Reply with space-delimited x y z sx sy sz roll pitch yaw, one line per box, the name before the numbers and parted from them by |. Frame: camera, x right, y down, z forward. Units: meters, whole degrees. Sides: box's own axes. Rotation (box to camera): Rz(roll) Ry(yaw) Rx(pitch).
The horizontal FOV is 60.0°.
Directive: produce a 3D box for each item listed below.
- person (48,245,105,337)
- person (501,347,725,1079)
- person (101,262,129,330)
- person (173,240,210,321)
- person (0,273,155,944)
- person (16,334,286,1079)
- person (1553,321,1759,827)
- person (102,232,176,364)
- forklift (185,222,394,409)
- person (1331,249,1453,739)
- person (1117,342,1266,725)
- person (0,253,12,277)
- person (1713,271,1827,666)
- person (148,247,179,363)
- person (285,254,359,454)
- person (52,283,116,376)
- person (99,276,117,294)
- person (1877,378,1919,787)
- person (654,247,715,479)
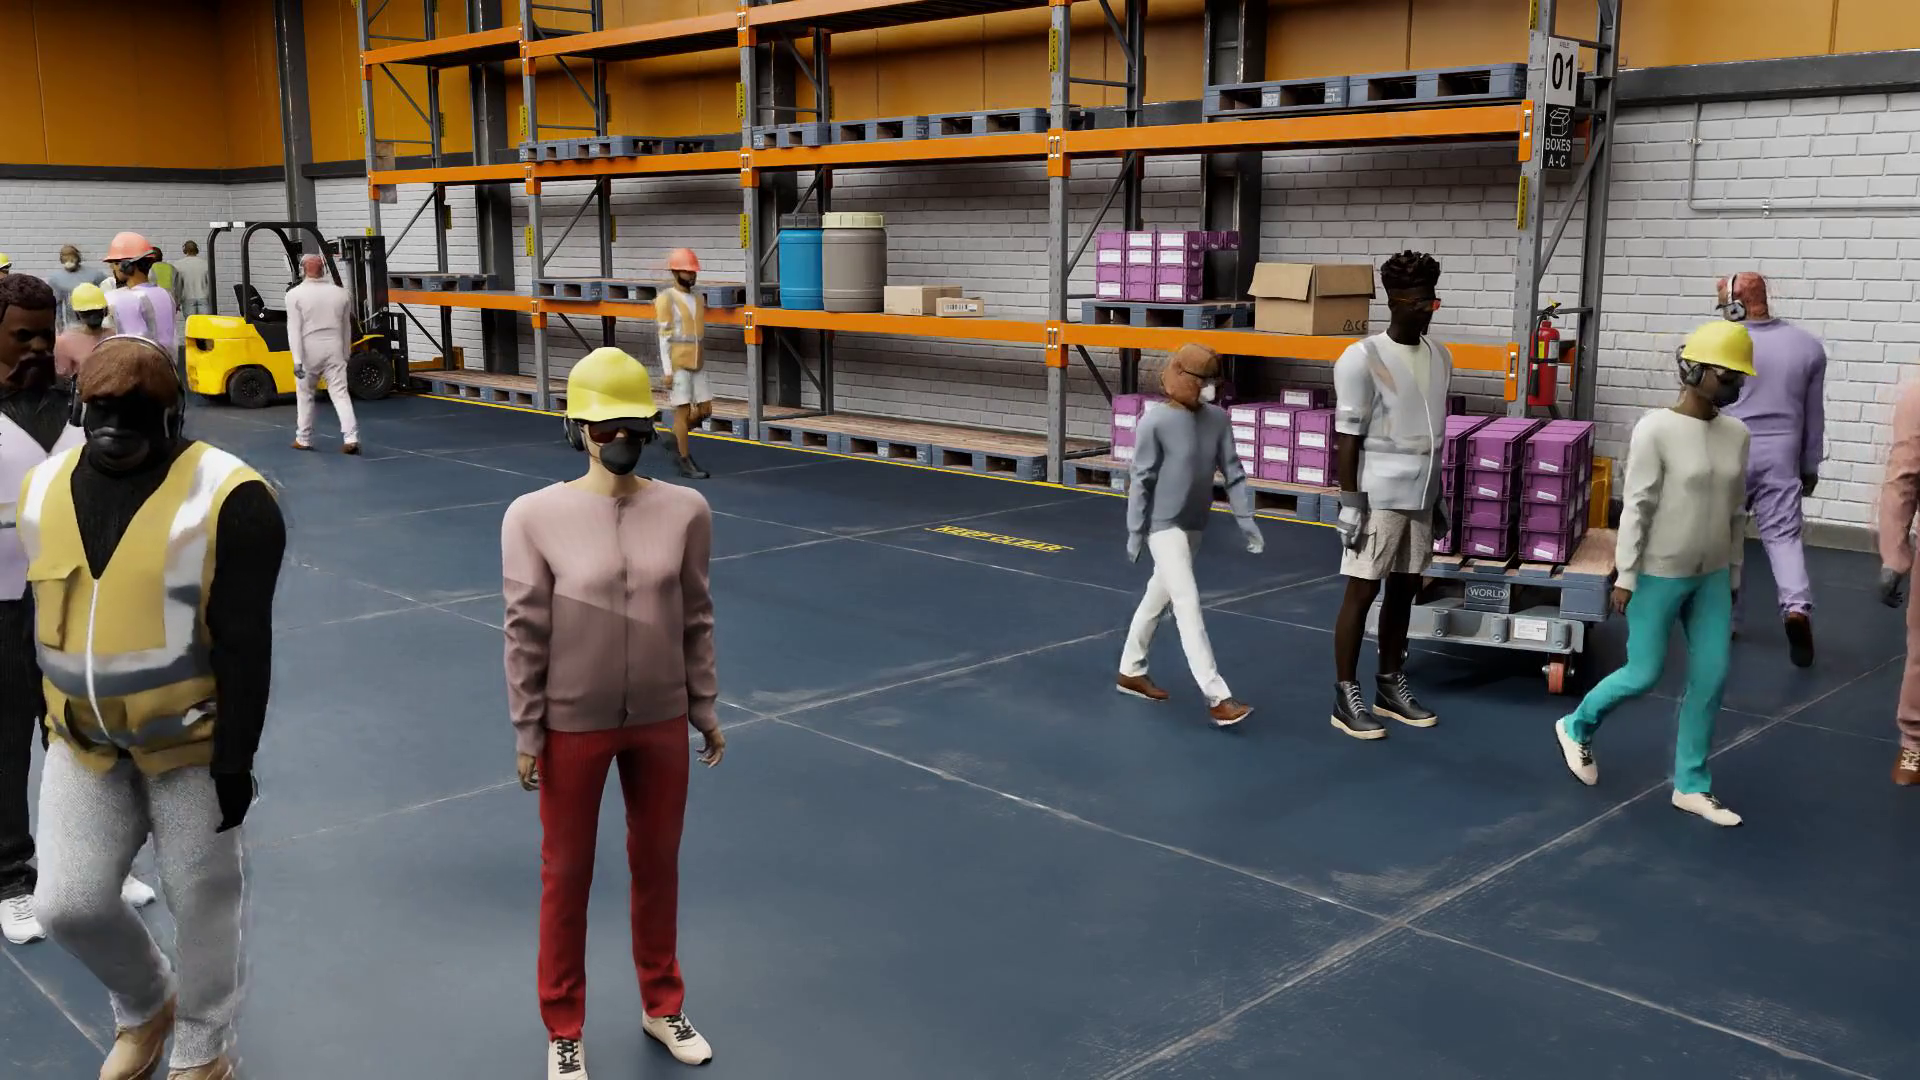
person | -10.685 -2.619 20.206 0.643 1.898 0.814 -3 11 -14
person | -0.810 0.430 3.949 0.523 1.769 0.317 -6 12 -31
person | -7.469 -1.666 15.080 0.582 1.887 0.988 -9 14 -41
person | -12.421 -3.888 27.024 0.631 1.940 0.372 -6 12 -31
person | -2.697 0.186 4.872 0.387 1.916 0.594 7 13 35
person | -1.803 0.451 3.715 0.637 1.815 0.445 1 10 5
person | 2.489 0.100 5.850 0.559 1.735 0.606 -4 11 -20
person | -5.367 -0.992 10.948 0.391 2.040 0.615 -1 10 -3
forklift | -8.169 -2.758 20.163 2.313 2.155 1.214 -10 14 -44
person | 1.765 -0.184 6.748 0.613 1.963 0.362 -7 12 -33
person | 0.966 -0.035 6.962 0.521 1.575 0.874 -9 13 -39
person | -11.326 -2.497 19.761 0.403 1.826 0.596 -2 11 -9
person | 3.841 -0.359 8.022 0.670 1.862 0.911 1 10 6
person | -12.656 -3.704 26.294 0.429 1.841 0.625 6 12 30
person | -5.933 -1.720 15.461 1.004 1.859 0.662 10 14 42
person | -5.527 -0.796 10.765 0.910 1.706 0.516 8 13 36
person | -9.794 -2.466 19.555 0.404 1.834 0.591 3 11 14
person | 3.545 0.057 5.780 0.674 1.862 0.951 4 11 22
person | -2.326 -1.468 13.869 0.516 1.921 0.551 8 13 37
